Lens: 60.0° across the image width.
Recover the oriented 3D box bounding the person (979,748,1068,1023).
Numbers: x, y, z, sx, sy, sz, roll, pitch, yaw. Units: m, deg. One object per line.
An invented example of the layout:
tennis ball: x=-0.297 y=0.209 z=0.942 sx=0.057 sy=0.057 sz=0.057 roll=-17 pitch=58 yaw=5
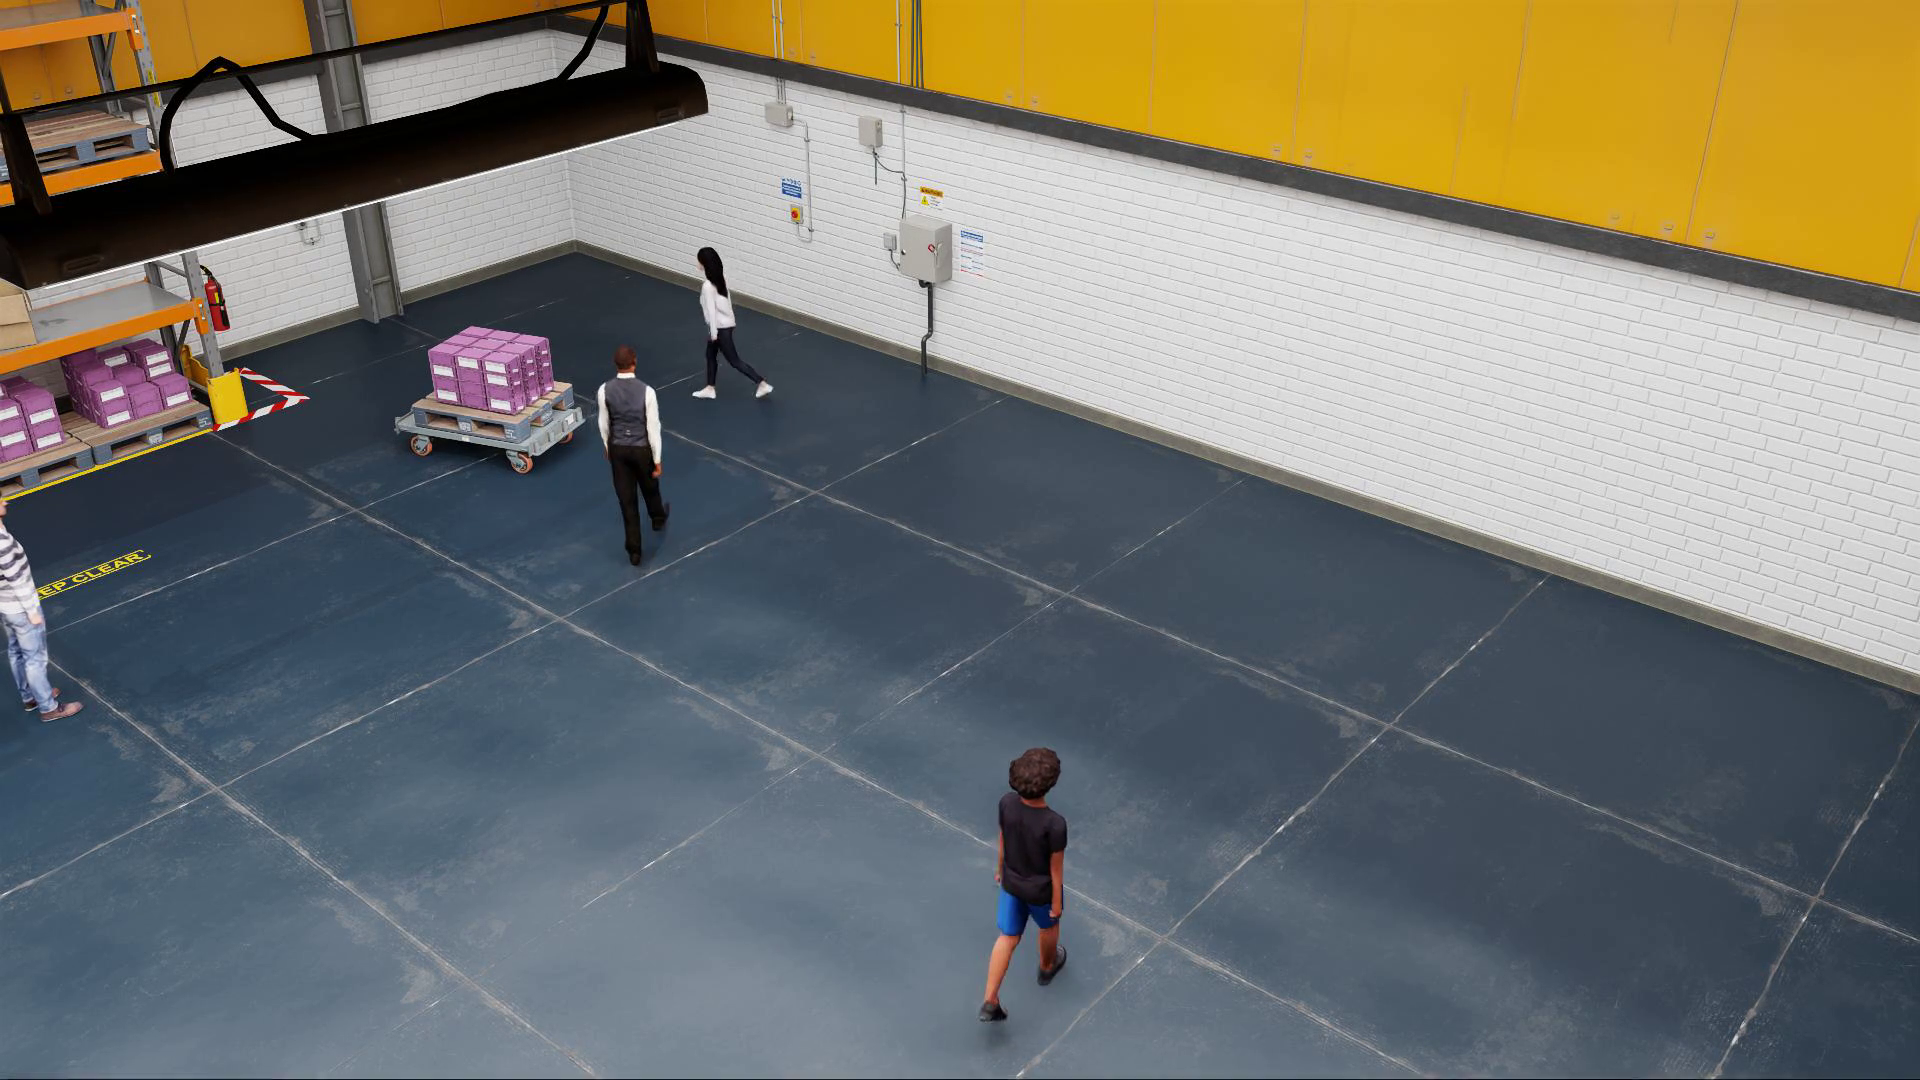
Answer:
person: x=0.349 y=1.979 z=9.403 sx=0.737 sy=1.770 sz=1.152 roll=16 pitch=32 yaw=27

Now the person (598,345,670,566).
person: x=-2.818 y=-0.684 z=14.174 sx=1.154 sy=1.877 sz=1.273 roll=0 pitch=29 yaw=0

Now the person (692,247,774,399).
person: x=-2.365 y=-2.174 z=17.139 sx=1.077 sy=1.652 sz=1.114 roll=3 pitch=29 yaw=6

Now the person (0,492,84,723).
person: x=-6.882 y=0.458 z=12.104 sx=0.643 sy=1.854 sz=0.509 roll=23 pitch=36 yaw=35
